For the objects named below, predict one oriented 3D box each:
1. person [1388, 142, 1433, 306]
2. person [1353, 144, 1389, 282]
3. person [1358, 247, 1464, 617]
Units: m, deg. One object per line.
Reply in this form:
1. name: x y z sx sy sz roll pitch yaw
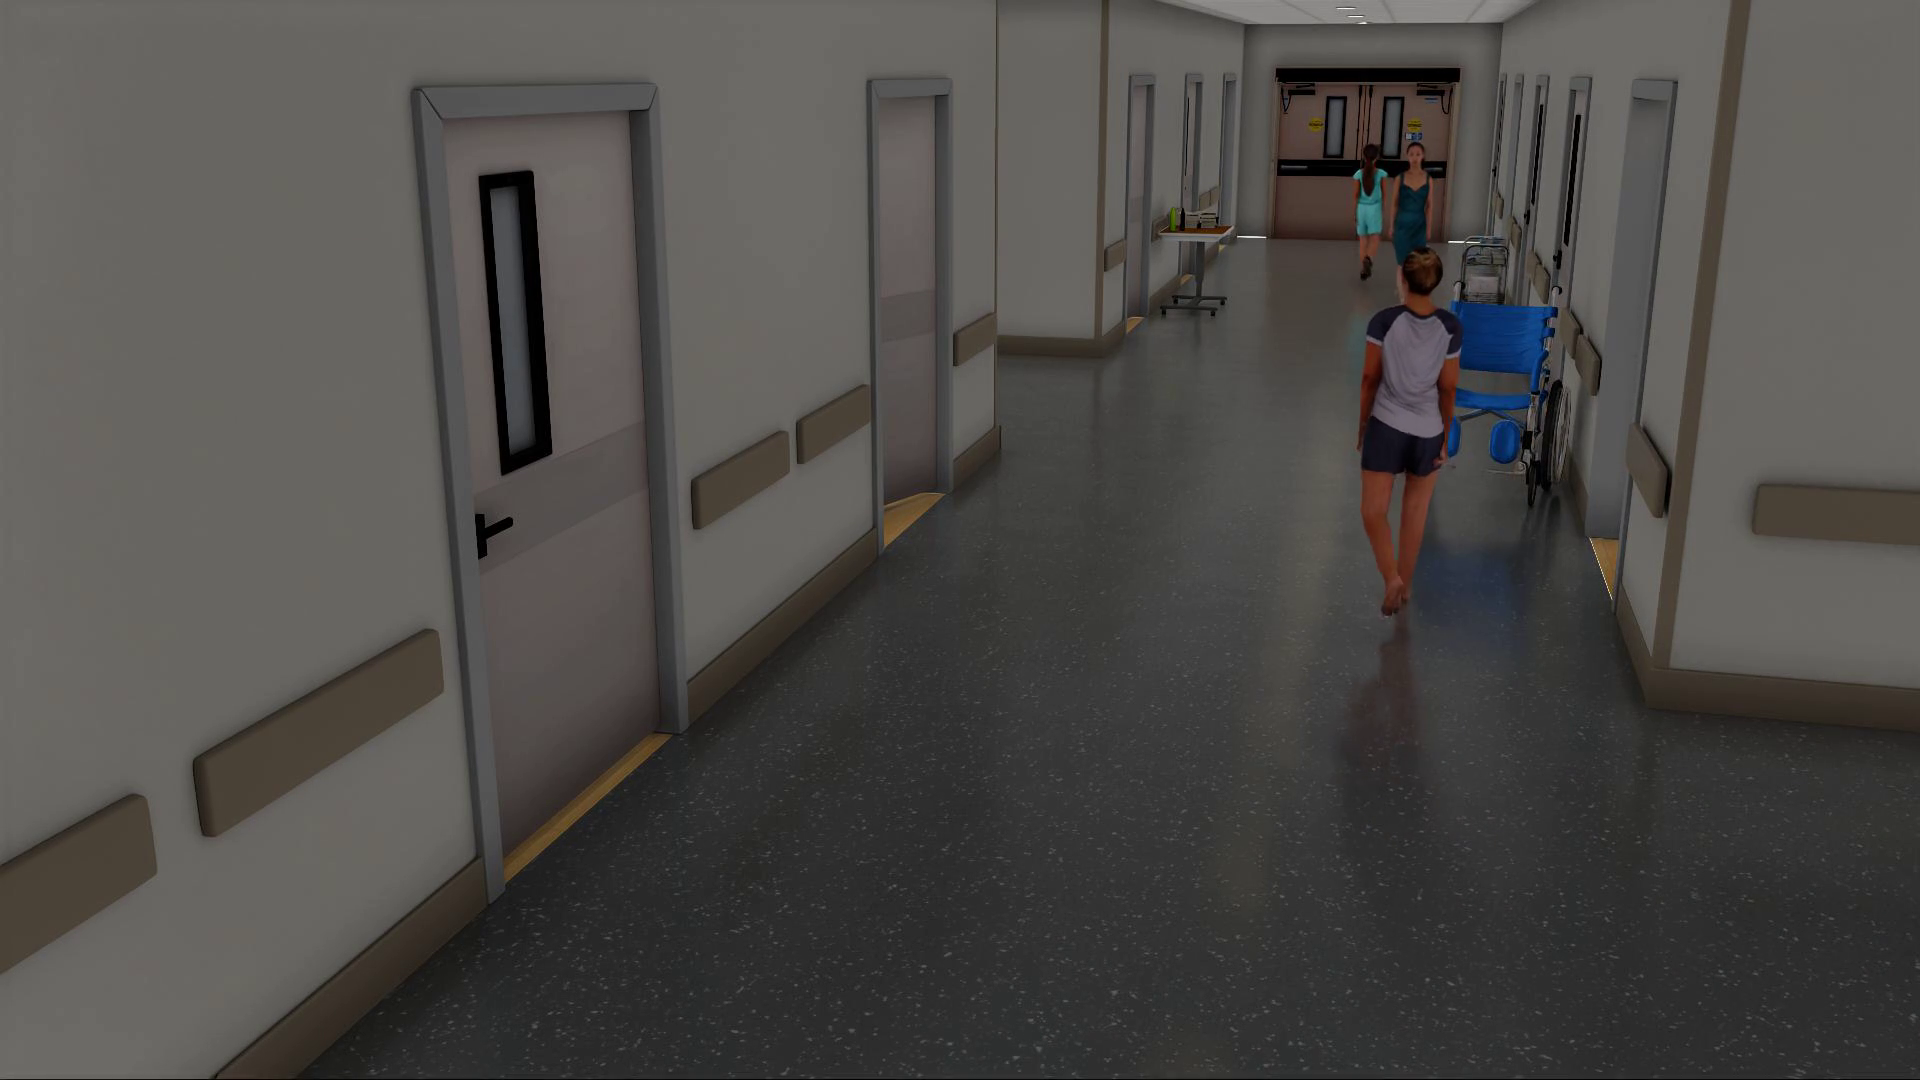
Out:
1. person: 4.403 -3.026 16.289 0.635 1.668 0.904 2 16 8
2. person: 4.677 -3.732 19.015 0.608 1.547 0.847 6 17 19
3. person: 1.952 -0.445 7.247 0.677 1.606 0.963 1 16 3
